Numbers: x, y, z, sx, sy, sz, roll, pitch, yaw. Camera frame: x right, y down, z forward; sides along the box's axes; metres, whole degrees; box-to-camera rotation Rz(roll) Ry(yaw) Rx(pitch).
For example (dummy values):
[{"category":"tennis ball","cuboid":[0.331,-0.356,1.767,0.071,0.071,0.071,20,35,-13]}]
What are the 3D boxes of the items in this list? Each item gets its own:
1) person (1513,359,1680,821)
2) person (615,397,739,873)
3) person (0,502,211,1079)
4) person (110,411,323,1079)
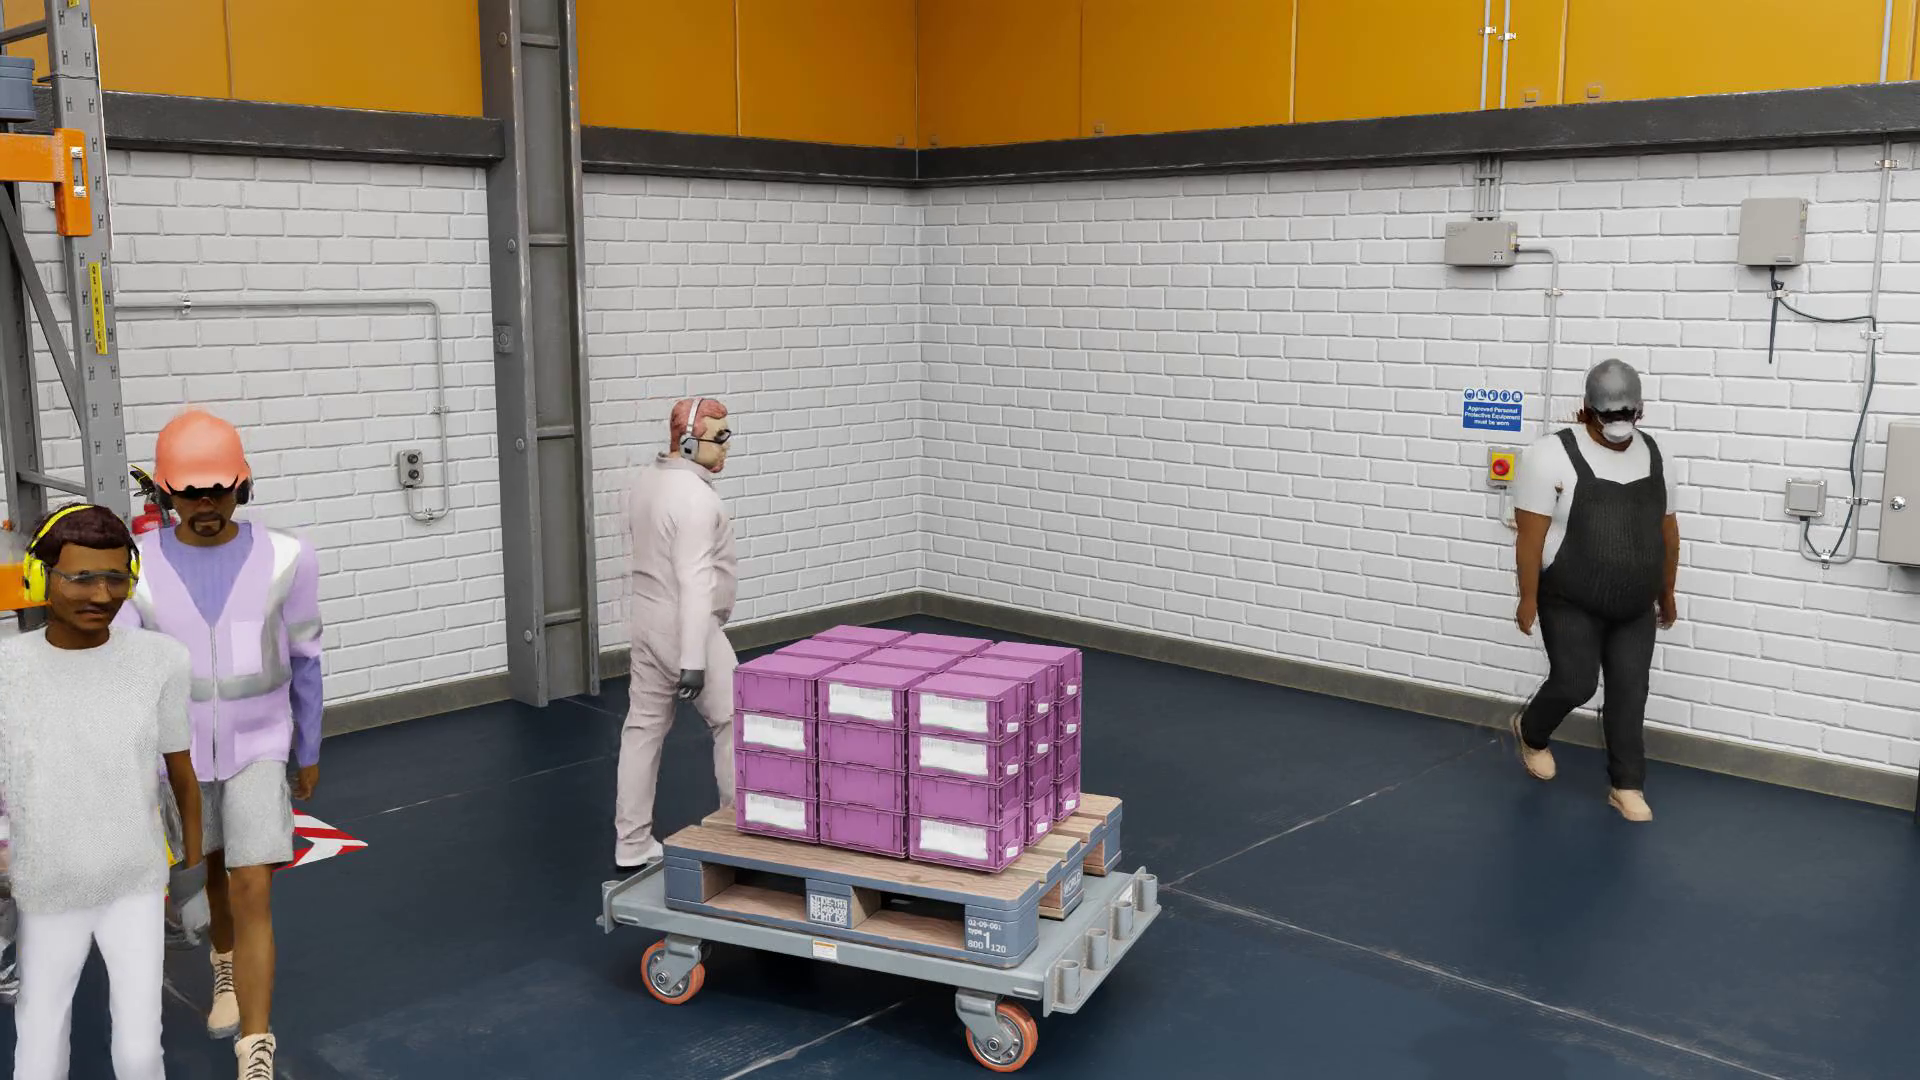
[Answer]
[{"category":"person","cuboid":[2.752,0.180,7.209,0.764,2.000,0.704,-1,9,-8]},{"category":"person","cuboid":[-1.013,0.368,6.551,0.825,1.869,0.735,-7,12,-36]},{"category":"person","cuboid":[-2.049,0.816,3.917,0.518,1.844,0.640,-6,11,-32]},{"category":"person","cuboid":[-2.153,0.608,4.795,0.631,1.977,1.083,-4,10,-24]}]
